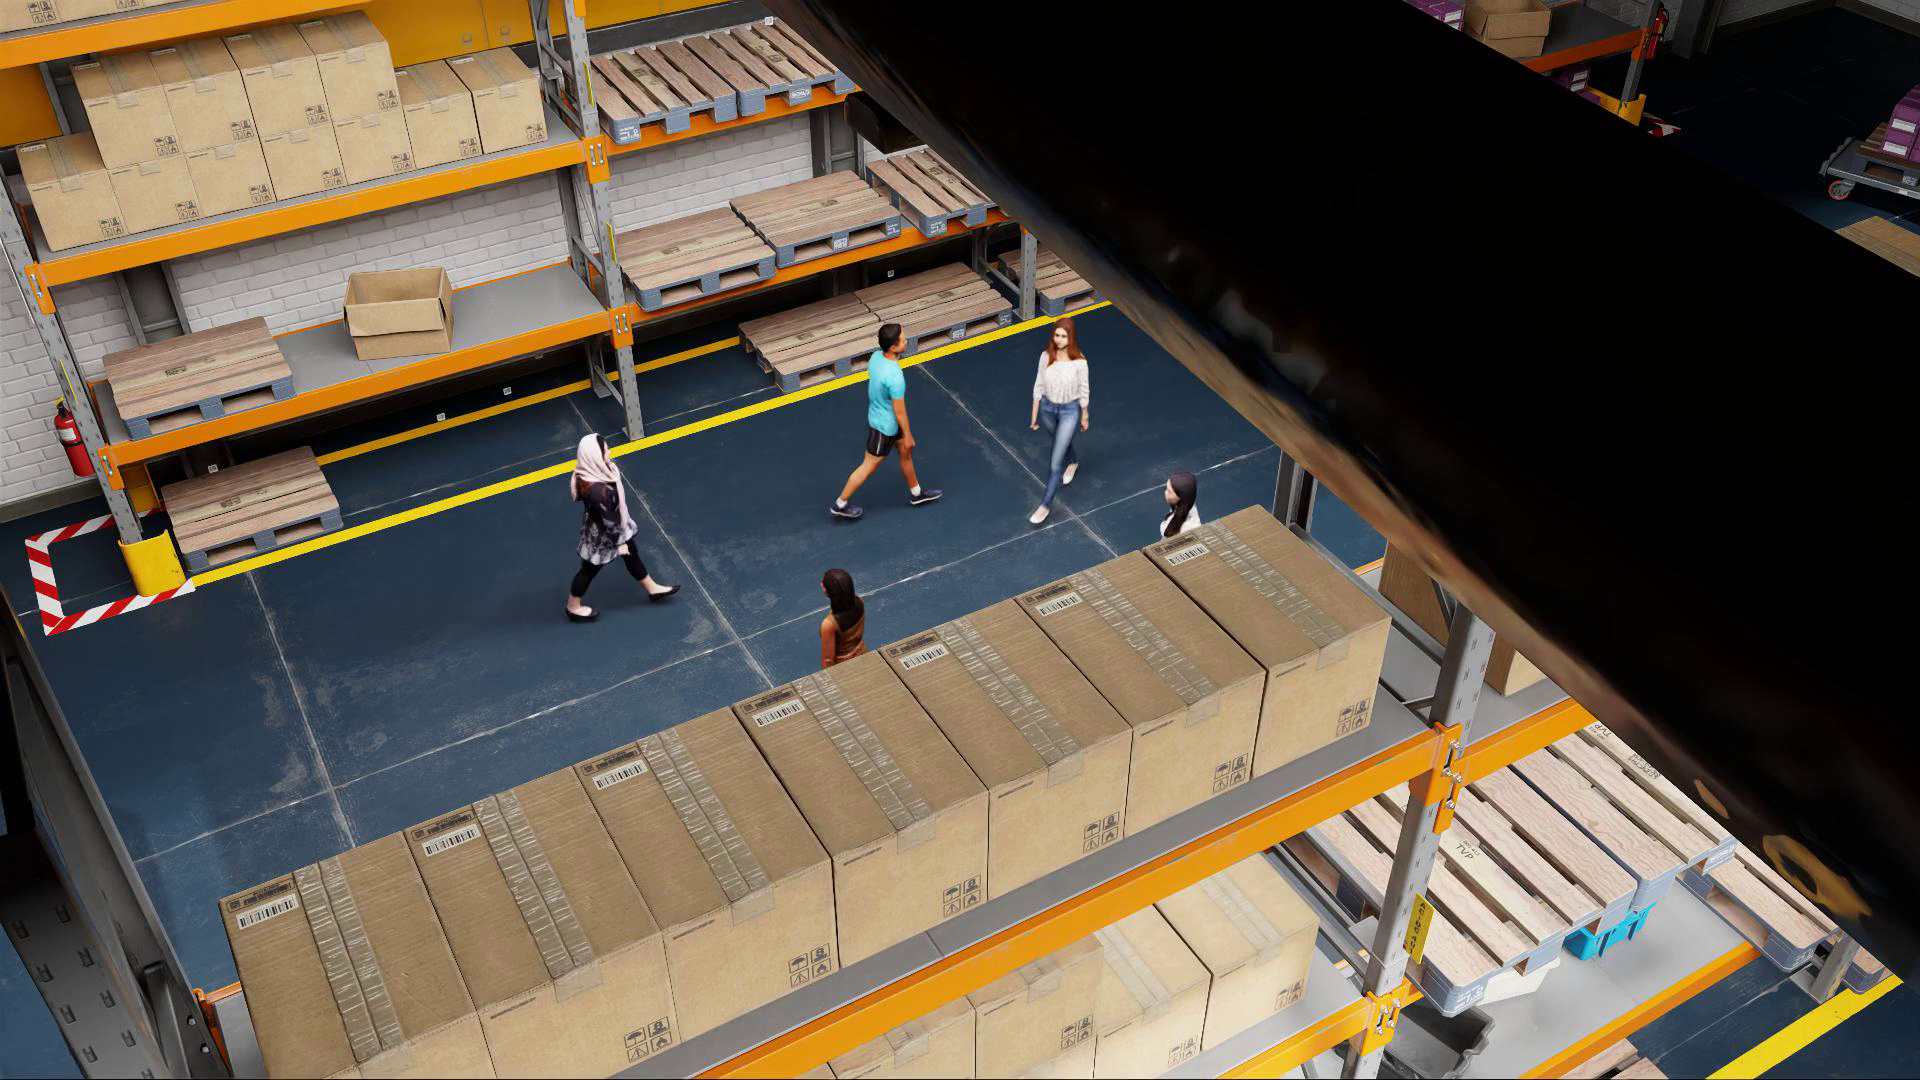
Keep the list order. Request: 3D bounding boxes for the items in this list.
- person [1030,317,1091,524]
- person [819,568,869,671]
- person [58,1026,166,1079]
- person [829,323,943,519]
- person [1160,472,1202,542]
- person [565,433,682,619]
[{"bbox_3d":[0.832,-1.044,13.304,1.007,1.680,1.224,18,42,21],"label":"person"},{"bbox_3d":[-0.745,0.856,10.922,0.700,1.684,0.597,20,43,23],"label":"person"},{"bbox_3d":[-4.198,2.786,8.528,0.895,1.778,0.835,-9,40,-11],"label":"person"},{"bbox_3d":[-0.673,-0.880,13.063,1.236,1.723,0.820,-11,40,-13],"label":"person"},{"bbox_3d":[1.597,0.266,11.625,0.892,1.727,0.806,1,39,1],"label":"person"},{"bbox_3d":[-2.683,-0.052,12.136,1.178,1.586,0.862,-8,39,-10],"label":"person"}]
